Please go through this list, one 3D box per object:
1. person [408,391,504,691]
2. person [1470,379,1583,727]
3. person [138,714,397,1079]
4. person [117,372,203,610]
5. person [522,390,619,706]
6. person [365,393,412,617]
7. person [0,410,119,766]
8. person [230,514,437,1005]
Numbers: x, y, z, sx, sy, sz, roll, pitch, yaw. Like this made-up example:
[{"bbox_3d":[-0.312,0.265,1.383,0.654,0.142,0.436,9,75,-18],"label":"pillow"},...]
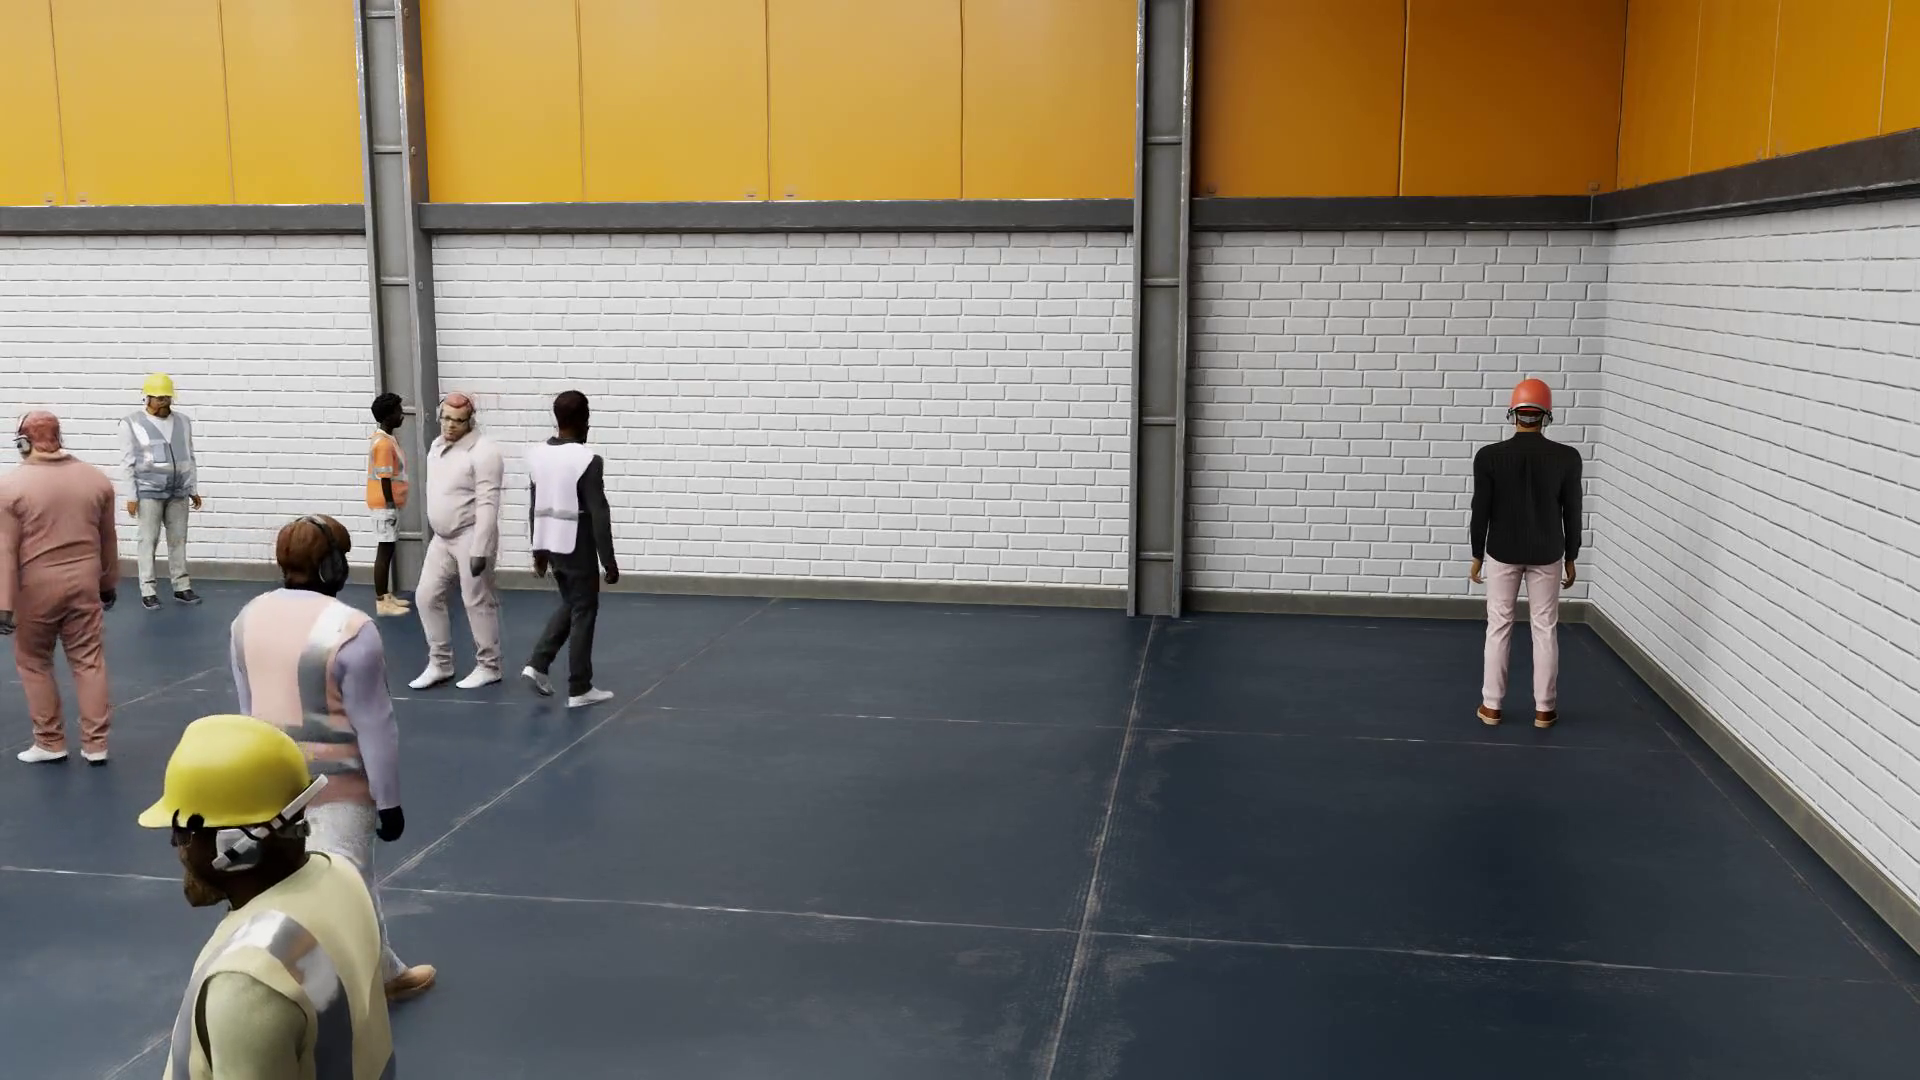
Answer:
[{"bbox_3d":[-3.140,0.023,10.223,0.685,1.870,0.696,8,12,40],"label":"person"},{"bbox_3d":[3.221,0.080,9.496,0.608,1.995,0.376,3,10,15],"label":"person"},{"bbox_3d":[-1.247,1.208,3.065,0.403,1.825,0.593,-1,9,-6],"label":"person"},{"bbox_3d":[-6.162,-0.381,12.875,0.404,1.829,0.613,7,11,36],"label":"person"},{"bbox_3d":[-2.314,0.063,9.878,0.599,1.904,0.458,8,12,40],"label":"person"},{"bbox_3d":[-4.328,-0.268,12.591,0.321,1.690,0.529,-3,10,-18],"label":"person"},{"bbox_3d":[-4.758,0.262,8.714,0.522,1.891,0.695,6,11,31],"label":"person"},{"bbox_3d":[-2.148,0.813,5.538,0.628,1.809,0.914,6,11,32],"label":"person"}]
